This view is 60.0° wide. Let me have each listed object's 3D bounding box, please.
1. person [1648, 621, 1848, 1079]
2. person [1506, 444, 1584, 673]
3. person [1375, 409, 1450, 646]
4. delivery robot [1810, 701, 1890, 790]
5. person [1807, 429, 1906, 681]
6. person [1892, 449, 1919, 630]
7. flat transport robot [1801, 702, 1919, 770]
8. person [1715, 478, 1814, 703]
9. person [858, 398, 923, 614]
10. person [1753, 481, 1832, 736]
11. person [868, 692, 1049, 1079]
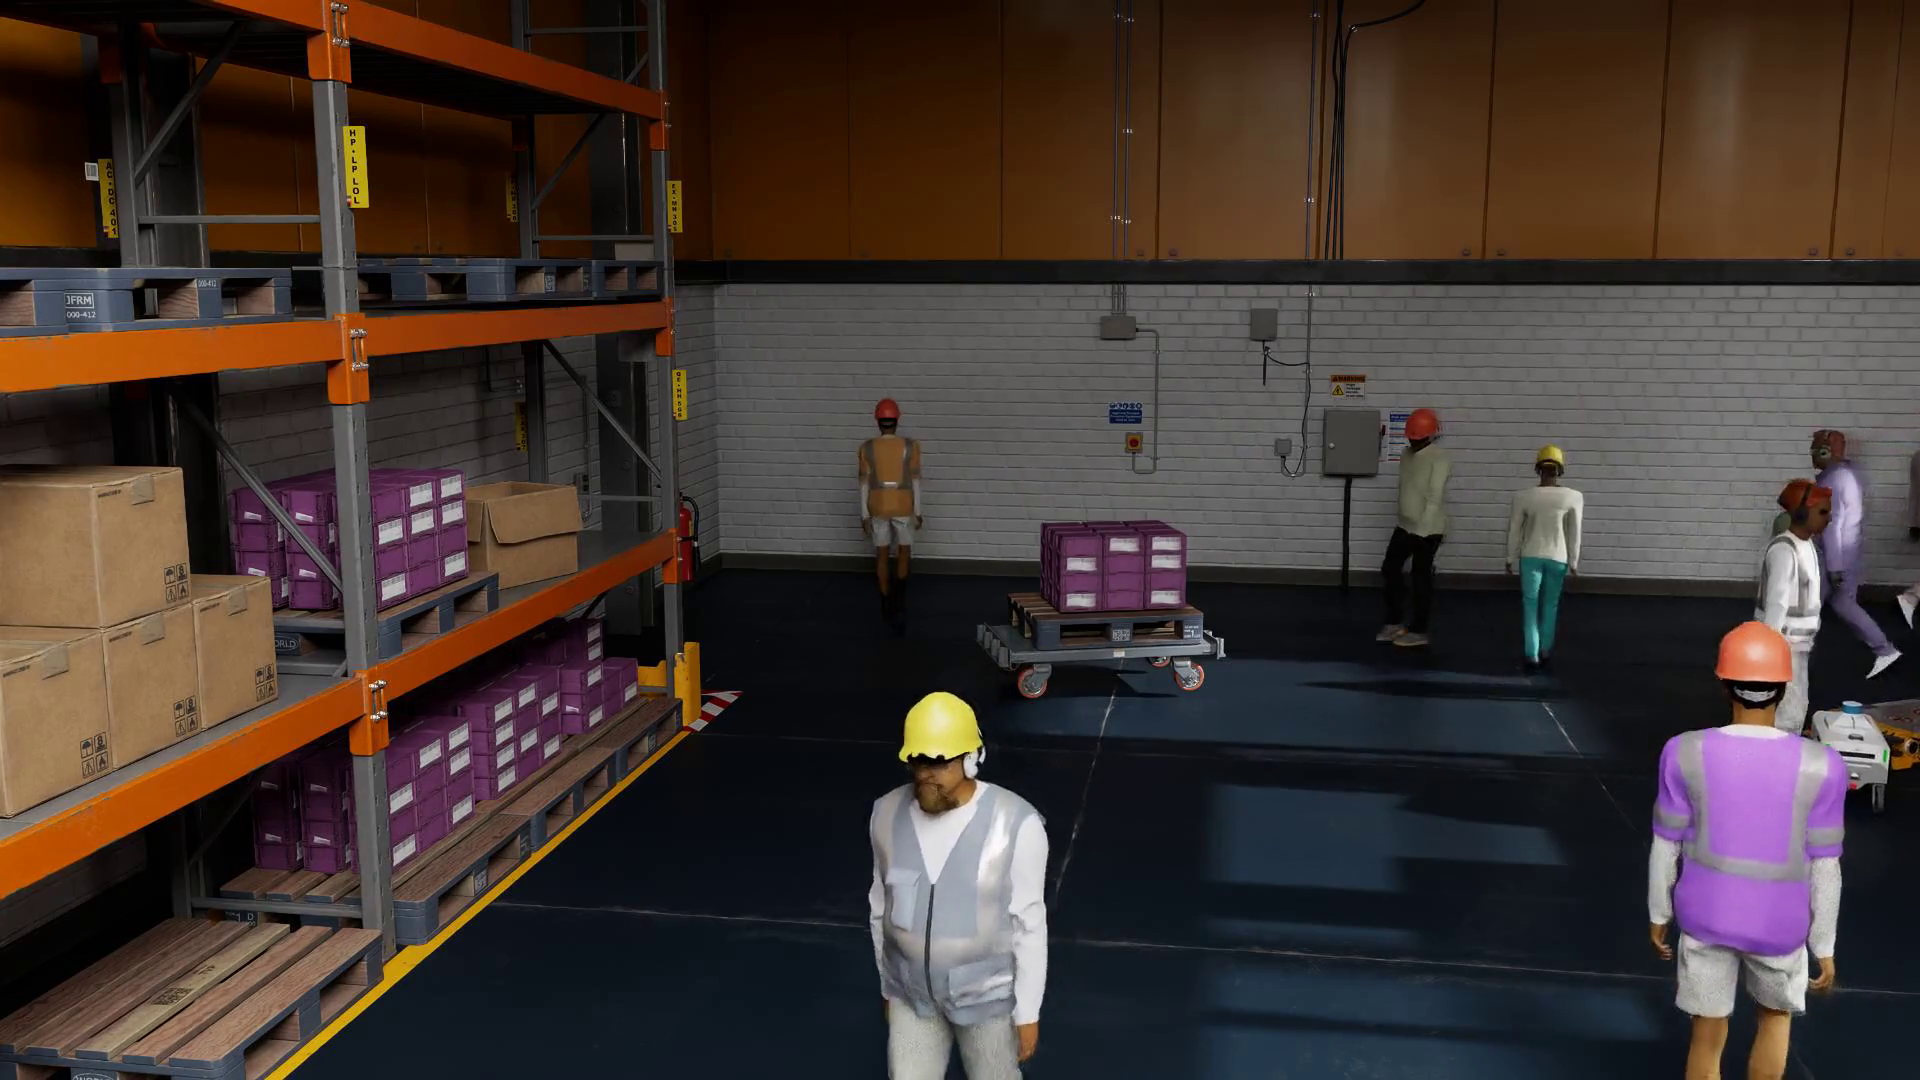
[{"bbox_3d":[2.526,1.213,5.391,0.565,1.916,0.443,5,10,26],"label":"person"},{"bbox_3d":[4.441,0.138,12.657,0.527,1.738,0.852,2,9,12],"label":"person"},{"bbox_3d":[3.613,-0.084,13.304,0.544,1.950,0.650,-4,10,-25],"label":"person"},{"bbox_3d":[5.107,1.171,9.555,0.477,0.478,0.707,4,10,21],"label":"delivery robot"},{"bbox_3d":[6.530,0.121,12.299,0.659,1.877,0.819,-8,12,-42],"label":"person"},{"bbox_3d":[8.154,-0.146,13.875,0.666,1.884,0.657,-1,9,-7],"label":"person"},{"bbox_3d":[6.096,1.202,10.527,1.431,0.197,0.652,-4,10,-22],"label":"flat transport robot"},{"bbox_3d":[5.640,0.360,11.595,0.612,1.613,0.509,2,9,11],"label":"person"},{"bbox_3d":[-0.610,-0.277,14.568,0.570,1.924,0.503,0,9,0],"label":"person"},{"bbox_3d":[4.615,0.585,9.427,0.554,1.867,0.608,7,11,36],"label":"person"},{"bbox_3d":[0.012,1.321,5.084,0.595,1.810,0.793,4,10,21],"label":"person"}]
